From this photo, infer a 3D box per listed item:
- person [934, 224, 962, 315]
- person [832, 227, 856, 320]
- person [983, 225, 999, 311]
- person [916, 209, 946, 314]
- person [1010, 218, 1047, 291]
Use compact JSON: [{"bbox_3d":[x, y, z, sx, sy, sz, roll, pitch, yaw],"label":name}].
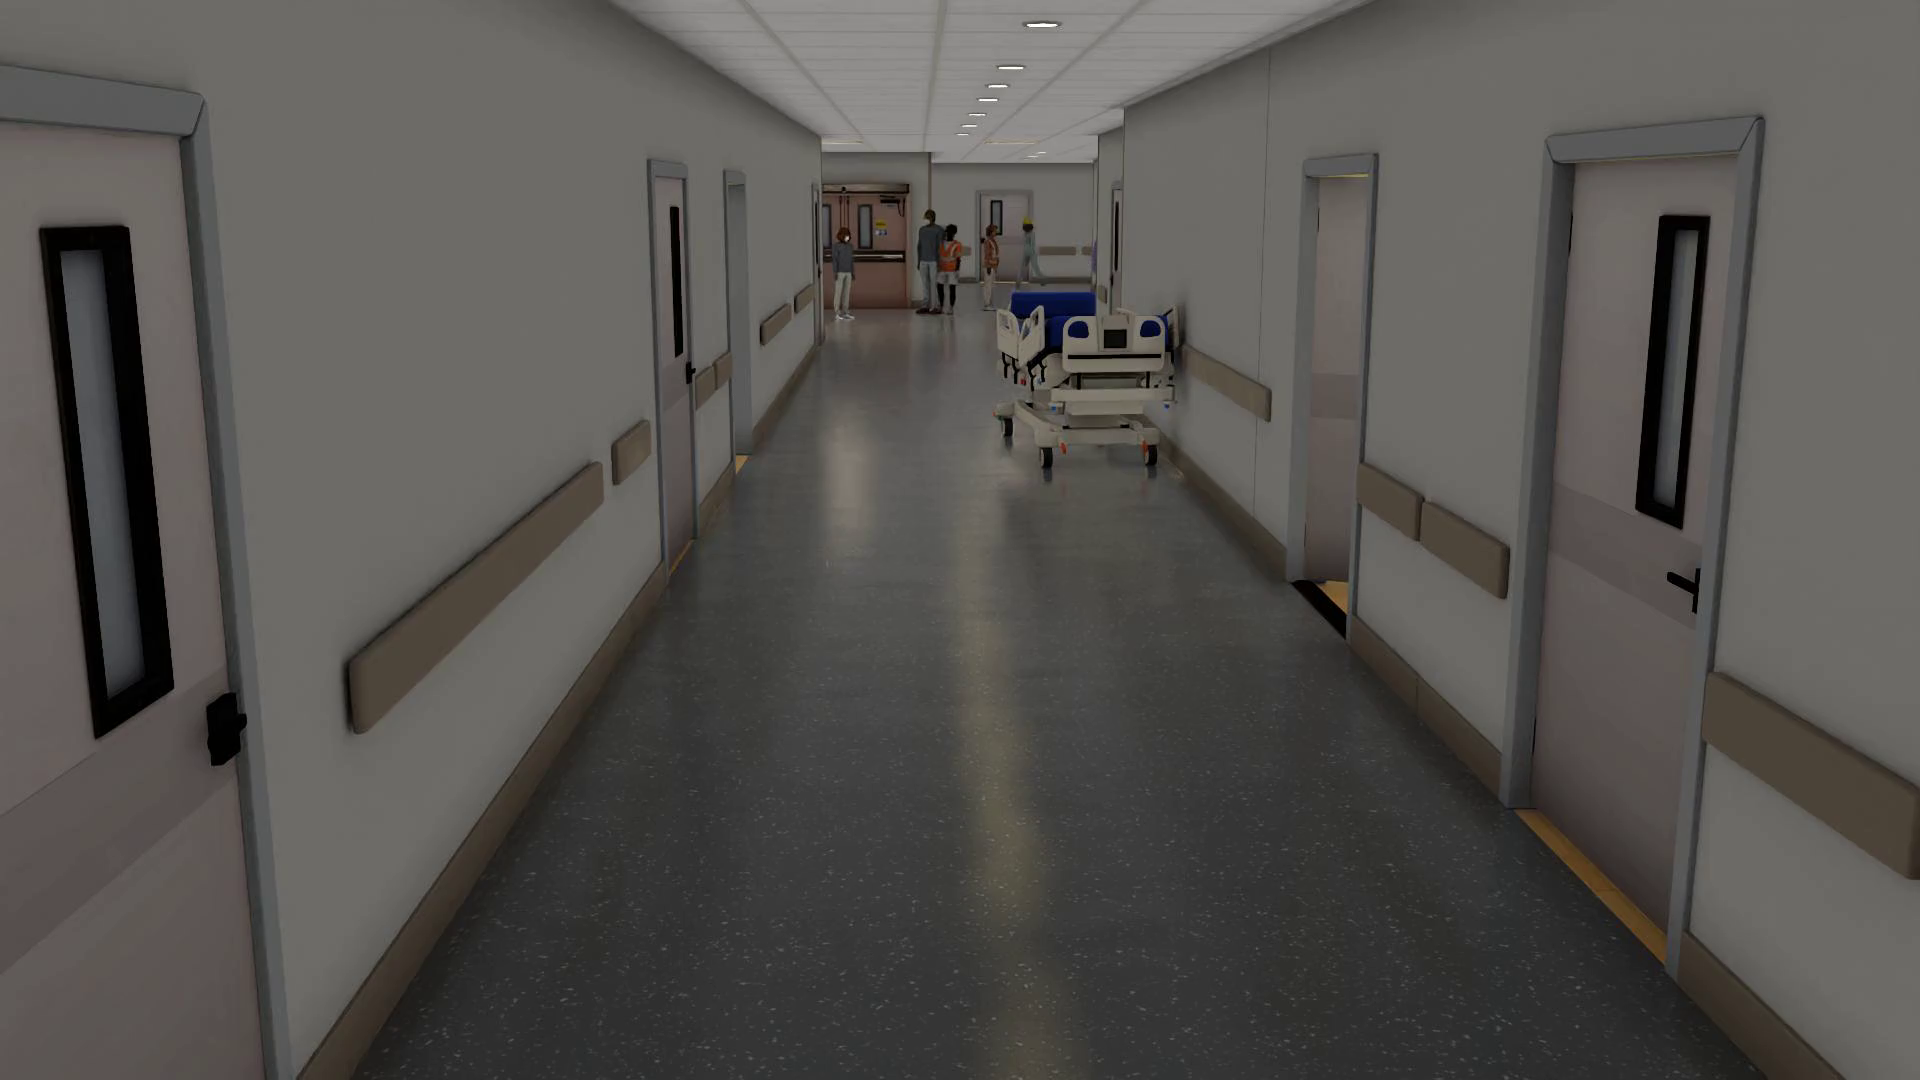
[{"bbox_3d":[-0.199,-4.996,30.732,0.560,1.676,0.351,6,13,28],"label":"person"},{"bbox_3d":[-2.067,-4.736,29.572,0.289,1.633,0.499,10,15,40],"label":"person"},{"bbox_3d":[0.593,-5.214,31.885,0.307,1.639,0.525,3,12,14],"label":"person"},{"bbox_3d":[-0.551,-5.165,30.912,0.632,1.940,0.372,9,15,38],"label":"person"},{"bbox_3d":[1.637,-6.649,38.742,0.912,1.696,0.495,-7,14,-31],"label":"person"}]
